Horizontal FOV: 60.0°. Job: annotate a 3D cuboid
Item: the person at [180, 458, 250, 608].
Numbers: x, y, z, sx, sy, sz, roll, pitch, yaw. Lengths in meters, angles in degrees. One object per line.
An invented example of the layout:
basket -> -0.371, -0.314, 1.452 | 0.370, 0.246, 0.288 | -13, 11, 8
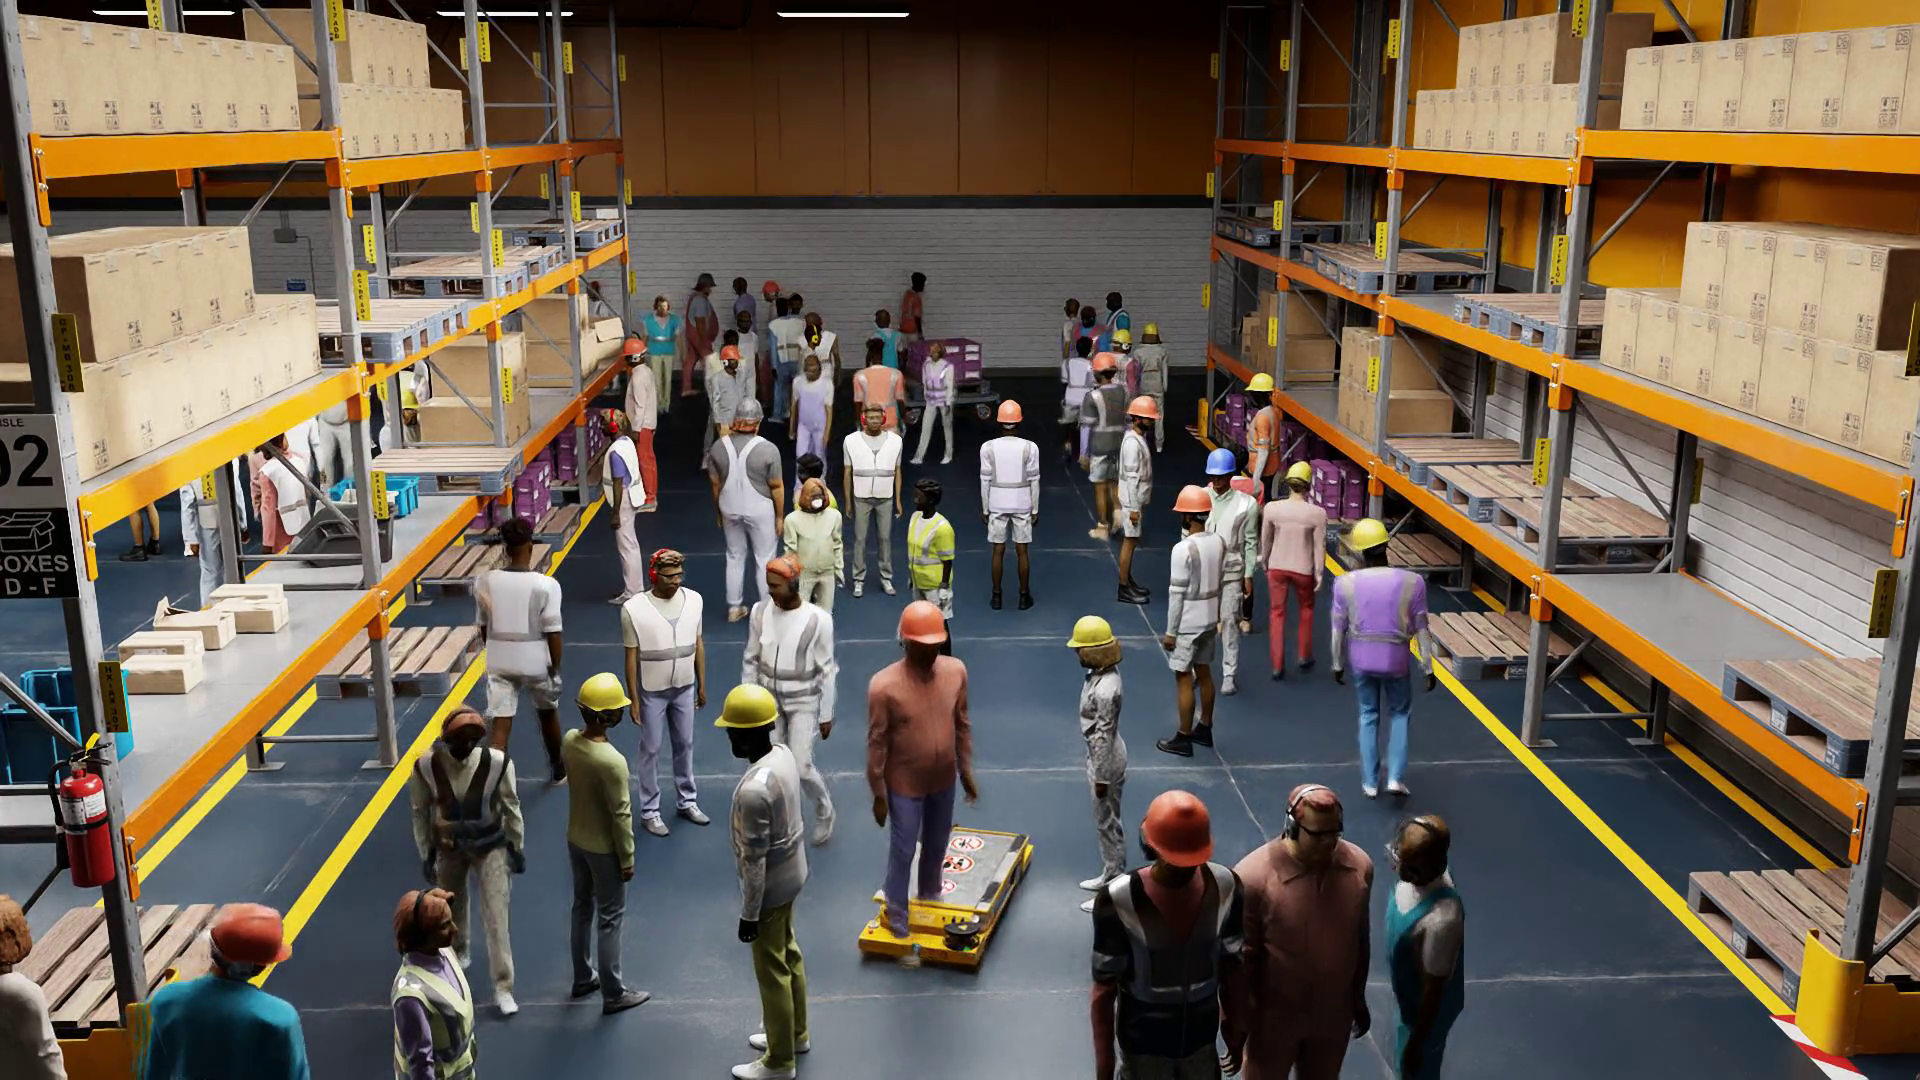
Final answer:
person -> -6.428, -0.092, 14.358 | 0.410, 1.908, 0.598 | 7, 16, 26

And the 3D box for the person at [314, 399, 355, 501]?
person -> -7.154, -1.279, 19.088 | 0.654, 1.863, 0.903 | -2, 14, -8

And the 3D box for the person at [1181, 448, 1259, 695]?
person -> 2.005, 0.241, 12.957 | 0.604, 1.949, 0.389 | 5, 15, 20

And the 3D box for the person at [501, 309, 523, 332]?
person -> -6.902, -2.929, 25.787 | 0.329, 1.750, 0.573 | 9, 17, 31

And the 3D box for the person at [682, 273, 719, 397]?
person -> -4.164, -3.306, 26.695 | 0.687, 2.000, 0.692 | -5, 15, -18

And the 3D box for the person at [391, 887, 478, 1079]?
person -> -1.984, 2.089, 6.319 | 0.307, 1.641, 0.514 | -2, 14, -7

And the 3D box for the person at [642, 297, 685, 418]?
person -> -4.416, -2.721, 24.858 | 0.585, 1.799, 0.933 | -5, 15, -19

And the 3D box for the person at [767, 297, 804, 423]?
person -> -2.465, -2.582, 24.228 | 0.621, 1.871, 0.924 | -10, 17, -34

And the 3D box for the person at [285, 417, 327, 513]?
person -> -6.843, -0.717, 17.167 | 0.570, 1.724, 0.675 | -10, 17, -34

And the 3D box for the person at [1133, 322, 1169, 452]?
person -> 2.556, -2.050, 22.362 | 0.492, 1.741, 0.324 | 0, 14, -2

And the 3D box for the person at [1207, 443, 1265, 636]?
person -> 2.368, 0.000, 14.401 | 0.535, 1.700, 0.318 | -2, 14, -9

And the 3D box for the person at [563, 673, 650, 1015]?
person -> -1.786, 1.512, 8.351 | 0.337, 1.762, 0.522 | -13, 20, -42

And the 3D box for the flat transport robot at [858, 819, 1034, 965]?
flat transport robot -> -0.049, 1.971, 9.508 | 0.652, 0.197, 1.431 | 4, 15, 15

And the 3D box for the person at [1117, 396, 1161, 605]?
person -> 1.652, -0.378, 15.414 | 0.374, 1.933, 0.550 | 2, 14, 9

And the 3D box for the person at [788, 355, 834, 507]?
person -> -1.743, -1.251, 19.167 | 0.582, 1.773, 0.974 | 2, 14, 9

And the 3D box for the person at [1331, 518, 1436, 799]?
person -> 2.763, 0.796, 10.878 | 0.685, 1.894, 0.403 | 5, 15, 20

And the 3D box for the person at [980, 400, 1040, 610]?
person -> 0.456, -0.312, 15.142 | 0.544, 1.943, 0.347 | 1, 14, 5

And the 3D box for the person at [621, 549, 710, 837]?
person -> -1.849, 0.938, 10.453 | 0.560, 1.836, 0.394 | -12, 18, -38

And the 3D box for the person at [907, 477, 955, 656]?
person -> -0.238, 0.334, 13.091 | 0.322, 1.697, 0.533 | -9, 17, -32

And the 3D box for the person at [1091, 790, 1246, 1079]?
person -> 0.805, 1.891, 6.328 | 0.609, 2.032, 0.410 | -4, 15, -15

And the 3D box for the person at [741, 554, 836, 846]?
person -> -1.053, 1.010, 10.095 | 0.591, 1.876, 0.468 | 8, 16, 29

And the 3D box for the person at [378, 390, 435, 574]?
person -> -5.436, -0.574, 16.412 | 0.403, 1.827, 0.595 | 5, 15, 19

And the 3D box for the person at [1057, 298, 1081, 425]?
person -> 1.640, -2.612, 24.360 | 0.334, 1.845, 0.513 | 11, 18, 36

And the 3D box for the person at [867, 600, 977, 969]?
person -> -0.200, 1.269, 8.849 | 0.622, 1.992, 0.408 | -10, 17, -33

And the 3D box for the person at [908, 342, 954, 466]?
person -> -0.329, -1.724, 21.348 | 0.528, 1.599, 0.828 | 9, 17, 31

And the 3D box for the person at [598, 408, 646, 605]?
person -> -3.096, -0.311, 15.359 | 0.387, 1.837, 0.560 | -1, 14, -5

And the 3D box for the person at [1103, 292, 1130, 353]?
person -> 2.374, -2.873, 25.423 | 0.429, 1.833, 0.631 | -3, 15, -11

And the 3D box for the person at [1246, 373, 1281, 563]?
person -> 3.035, -0.724, 16.783 | 0.373, 1.928, 0.584 | 5, 15, 18

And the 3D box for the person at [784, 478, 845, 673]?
person -> -1.168, 0.295, 13.375 | 0.508, 1.631, 0.265 | -7, 16, -25

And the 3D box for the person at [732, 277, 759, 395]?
person -> -3.456, -3.255, 26.728 | 0.365, 1.932, 0.632 | 4, 15, 14

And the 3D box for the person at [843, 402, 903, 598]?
person -> -0.814, -0.385, 15.611 | 0.567, 1.850, 0.389 | -3, 15, -12

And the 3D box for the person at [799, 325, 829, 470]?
person -> -1.878, -1.809, 21.189 | 0.334, 1.860, 0.509 | -6, 16, -23
